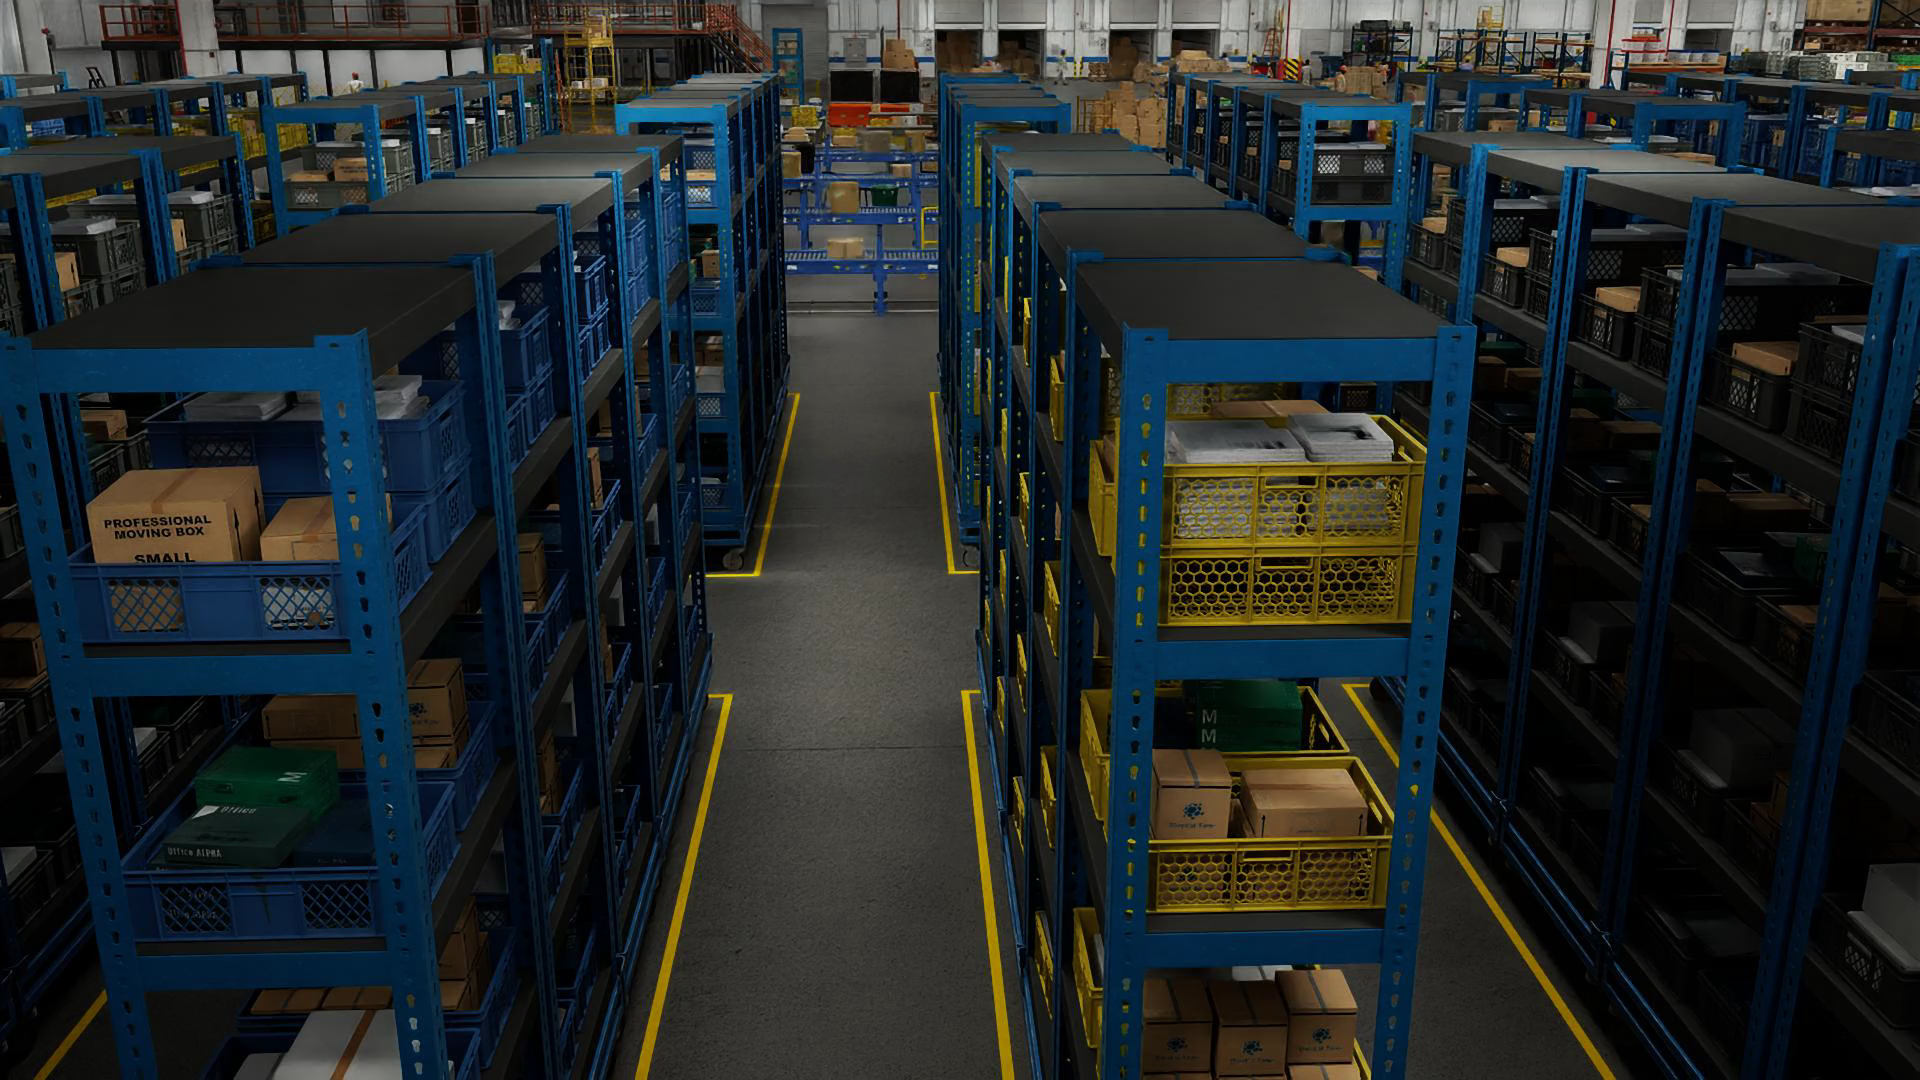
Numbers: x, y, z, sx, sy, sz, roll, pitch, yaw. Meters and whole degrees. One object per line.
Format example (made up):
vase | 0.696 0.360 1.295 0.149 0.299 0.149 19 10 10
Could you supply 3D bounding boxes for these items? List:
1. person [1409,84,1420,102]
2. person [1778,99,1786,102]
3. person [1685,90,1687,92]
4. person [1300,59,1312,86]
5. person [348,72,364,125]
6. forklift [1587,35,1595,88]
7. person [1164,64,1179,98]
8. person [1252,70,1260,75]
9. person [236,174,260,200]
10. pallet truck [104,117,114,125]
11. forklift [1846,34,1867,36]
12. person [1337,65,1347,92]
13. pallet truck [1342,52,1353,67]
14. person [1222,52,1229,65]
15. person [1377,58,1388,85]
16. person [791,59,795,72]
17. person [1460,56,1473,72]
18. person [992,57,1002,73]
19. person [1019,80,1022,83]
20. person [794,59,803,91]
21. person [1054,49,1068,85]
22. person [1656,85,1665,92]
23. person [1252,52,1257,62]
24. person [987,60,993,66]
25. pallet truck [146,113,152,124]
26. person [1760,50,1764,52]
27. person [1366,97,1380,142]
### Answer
person | 15.515 -14.770 56.766 0.545 1.745 0.556 7 19 20
person | 32.602 -17.761 65.846 0.310 1.868 0.533 -10 20 -28
person | 25.271 -15.332 58.172 0.618 1.962 0.361 1 18 2
person | 15.654 -20.780 75.212 0.503 1.861 0.328 6 19 19
person | -21.909 -16.038 60.484 0.572 1.886 0.354 -1 18 -3
forklift | 30.521 -22.610 79.232 1.129 2.768 1.873 0 18 1
person | 8.359 -17.720 65.443 0.784 2.000 0.535 1 18 4
person | 10.561 -15.771 59.483 0.379 1.996 0.608 -11 21 -32
person | -11.098 -4.793 25.722 0.676 1.864 0.939 -16 24 -41
pallet truck | -18.367 -7.885 35.078 1.885 1.965 0.823 1 18 2
forklift | 44.079 -23.555 82.154 1.129 2.768 1.873 -1 18 -3
person | 15.043 -17.717 65.597 0.361 1.939 0.543 5 19 16
pallet truck | 18.794 -23.123 82.231 0.823 1.965 1.885 -13 22 -35
person | 13.856 -24.581 87.017 0.546 1.823 0.637 9 20 26
person | 20.777 -22.808 81.747 0.555 1.692 0.320 0 18 -1
person | -9.212 -26.533 92.914 0.419 1.911 0.620 -3 18 -9
person | 23.927 -21.897 78.593 0.588 1.904 0.826 0 18 -1
person | 1.606 -21.332 76.875 0.640 1.877 1.083 16 24 41
person | 1.877 -13.181 51.417 0.612 2.035 0.426 14 23 37
person | -8.204 -23.798 84.572 0.429 1.844 0.627 1 18 2
person | 5.461 -25.574 89.965 0.925 1.919 0.614 11 21 30
person | 29.609 -19.097 69.986 0.639 1.874 0.878 5 19 15
person | 15.958 -25.631 90.393 0.282 1.746 0.493 6 19 18
person | 1.229 -19.901 72.426 0.930 1.904 0.546 -10 20 -27
pallet truck | -18.087 -8.309 36.390 1.885 1.965 0.823 -1 18 -4
person | 41.792 -24.606 86.918 0.551 1.935 0.371 -9 20 -27
person | 11.567 -11.632 47.090 0.530 1.741 0.746 0 18 1
